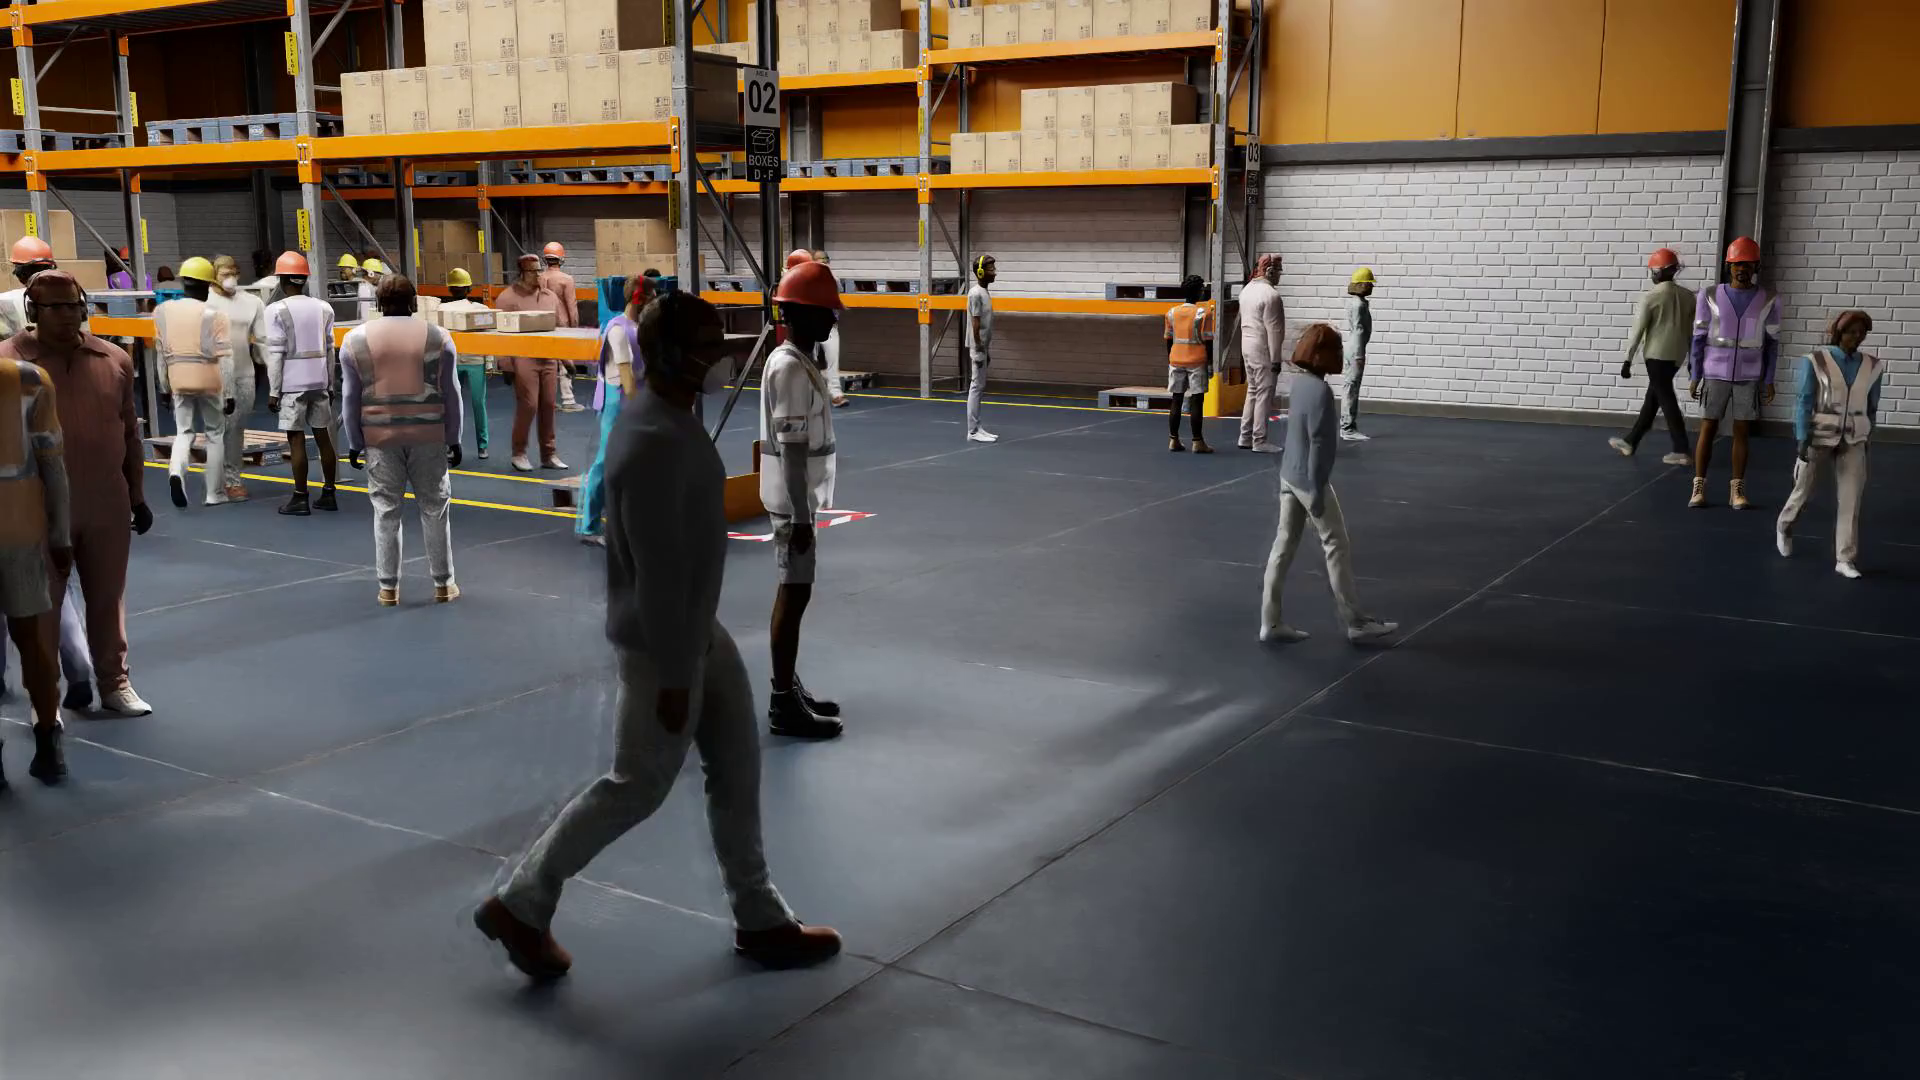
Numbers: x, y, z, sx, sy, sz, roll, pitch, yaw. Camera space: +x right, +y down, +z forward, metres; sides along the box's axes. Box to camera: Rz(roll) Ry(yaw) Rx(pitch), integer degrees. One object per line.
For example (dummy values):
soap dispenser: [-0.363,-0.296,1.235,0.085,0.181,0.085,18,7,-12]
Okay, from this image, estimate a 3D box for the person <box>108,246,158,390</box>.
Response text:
person: [-11.179,-2.991,22.483,0.542,1.939,0.366,-6,12,-29]

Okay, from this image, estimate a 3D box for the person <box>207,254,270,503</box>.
person: [-5.619,-1.248,12.908,0.804,1.902,0.657,8,13,39]

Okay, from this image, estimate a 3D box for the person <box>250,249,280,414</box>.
person: [-8.019,-2.401,19.274,1.004,1.910,0.612,4,11,23]

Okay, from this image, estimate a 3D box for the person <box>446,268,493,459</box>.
person: [-4.576,-1.617,15.355,0.532,1.765,0.328,-1,10,-5]

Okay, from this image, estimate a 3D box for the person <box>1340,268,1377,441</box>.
person: [4.056,-1.887,16.912,0.304,1.745,0.483,2,10,9]

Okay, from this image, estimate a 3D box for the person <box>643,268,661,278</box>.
person: [-3.767,-2.492,20.418,0.549,1.678,0.428,-8,13,-39]

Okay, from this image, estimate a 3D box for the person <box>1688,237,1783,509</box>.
person: [5.820,-1.245,12.518,0.605,2.045,0.383,4,11,19]

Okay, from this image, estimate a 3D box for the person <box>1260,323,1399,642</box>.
person: [1.866,-0.273,8.324,0.752,1.600,0.523,-1,10,-7]

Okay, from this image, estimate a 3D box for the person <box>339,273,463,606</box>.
person: [-3.086,-0.553,9.253,0.634,1.839,0.429,-3,11,-16]

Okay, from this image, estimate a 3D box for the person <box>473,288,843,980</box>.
person: [-0.853,0.274,4.512,0.957,1.909,0.643,-1,10,-4]

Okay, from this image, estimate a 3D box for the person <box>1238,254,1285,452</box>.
person: [2.906,-1.775,15.901,0.400,1.897,0.653,-3,11,-16]

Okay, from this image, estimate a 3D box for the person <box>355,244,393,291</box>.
person: [-8.479,-3.396,24.446,0.782,2.000,0.533,6,12,28]

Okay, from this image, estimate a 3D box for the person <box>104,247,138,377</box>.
person: [-12.399,-3.338,24.470,0.593,1.921,0.407,0,10,3]

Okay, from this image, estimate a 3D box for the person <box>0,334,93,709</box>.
person: [-4.098,-0.114,7.195,0.945,1.709,0.560,7,12,34]

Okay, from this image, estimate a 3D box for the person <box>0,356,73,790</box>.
person: [-3.600,-0.033,6.127,0.385,1.935,0.564,9,14,42]

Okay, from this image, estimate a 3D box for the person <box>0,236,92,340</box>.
person: [-6.241,-1.035,11.350,0.615,2.045,0.365,-7,13,-35]

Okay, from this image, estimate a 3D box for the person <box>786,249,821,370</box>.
person: [-1.474,-1.710,15.394,0.375,1.935,0.551,6,12,31]

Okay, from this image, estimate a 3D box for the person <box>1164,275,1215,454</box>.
person: [2.193,-1.669,15.833,0.540,1.696,0.316,9,13,40]

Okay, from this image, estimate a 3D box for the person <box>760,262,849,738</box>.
person: [-0.634,-0.166,6.843,0.374,1.933,0.550,-1,10,-4]

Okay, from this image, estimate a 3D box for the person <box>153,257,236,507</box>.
person: [-5.735,-1.163,12.464,0.609,1.899,0.697,0,10,-1]

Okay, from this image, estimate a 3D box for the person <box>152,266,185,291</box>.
person: [-12.635,-3.585,26.681,0.437,1.614,0.503,10,14,43]

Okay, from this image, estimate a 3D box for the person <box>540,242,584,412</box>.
person: [-4.752,-2.503,19.620,0.622,1.995,0.374,5,11,24]

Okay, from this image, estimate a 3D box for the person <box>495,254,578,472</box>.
person: [-3.725,-1.554,14.634,0.449,1.902,0.671,7,13,35]

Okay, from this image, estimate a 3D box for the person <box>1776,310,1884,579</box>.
person: [5.354,-0.617,10.237,0.509,1.610,0.784,1,10,6]

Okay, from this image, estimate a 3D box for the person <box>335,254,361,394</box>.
person: [-7.980,-2.814,21.787,0.596,1.837,0.404,5,11,26]

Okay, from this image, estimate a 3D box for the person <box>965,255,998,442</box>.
person: [0.227,-1.924,16.761,0.335,1.873,0.521,2,10,9]

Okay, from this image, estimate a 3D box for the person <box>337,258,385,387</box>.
person: [-7.539,-2.653,21.029,0.603,1.797,0.627,-3,11,-18]

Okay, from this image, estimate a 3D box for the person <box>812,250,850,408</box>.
person: [-1.665,-2.529,20.056,0.638,1.887,0.968,-7,12,-33]

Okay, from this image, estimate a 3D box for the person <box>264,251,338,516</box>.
person: [-4.866,-1.147,12.271,0.358,1.938,0.545,7,12,33]

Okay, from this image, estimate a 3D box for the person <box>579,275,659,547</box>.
person: [-2.085,-0.826,10.899,0.995,1.780,0.610,3,11,14]

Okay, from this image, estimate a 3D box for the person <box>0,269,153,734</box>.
person: [-3.682,-0.162,6.904,0.403,1.904,0.652,8,13,39]

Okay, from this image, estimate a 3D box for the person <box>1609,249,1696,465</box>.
person: [6.387,-1.680,15.232,0.634,1.933,1.046,-4,11,-23]
